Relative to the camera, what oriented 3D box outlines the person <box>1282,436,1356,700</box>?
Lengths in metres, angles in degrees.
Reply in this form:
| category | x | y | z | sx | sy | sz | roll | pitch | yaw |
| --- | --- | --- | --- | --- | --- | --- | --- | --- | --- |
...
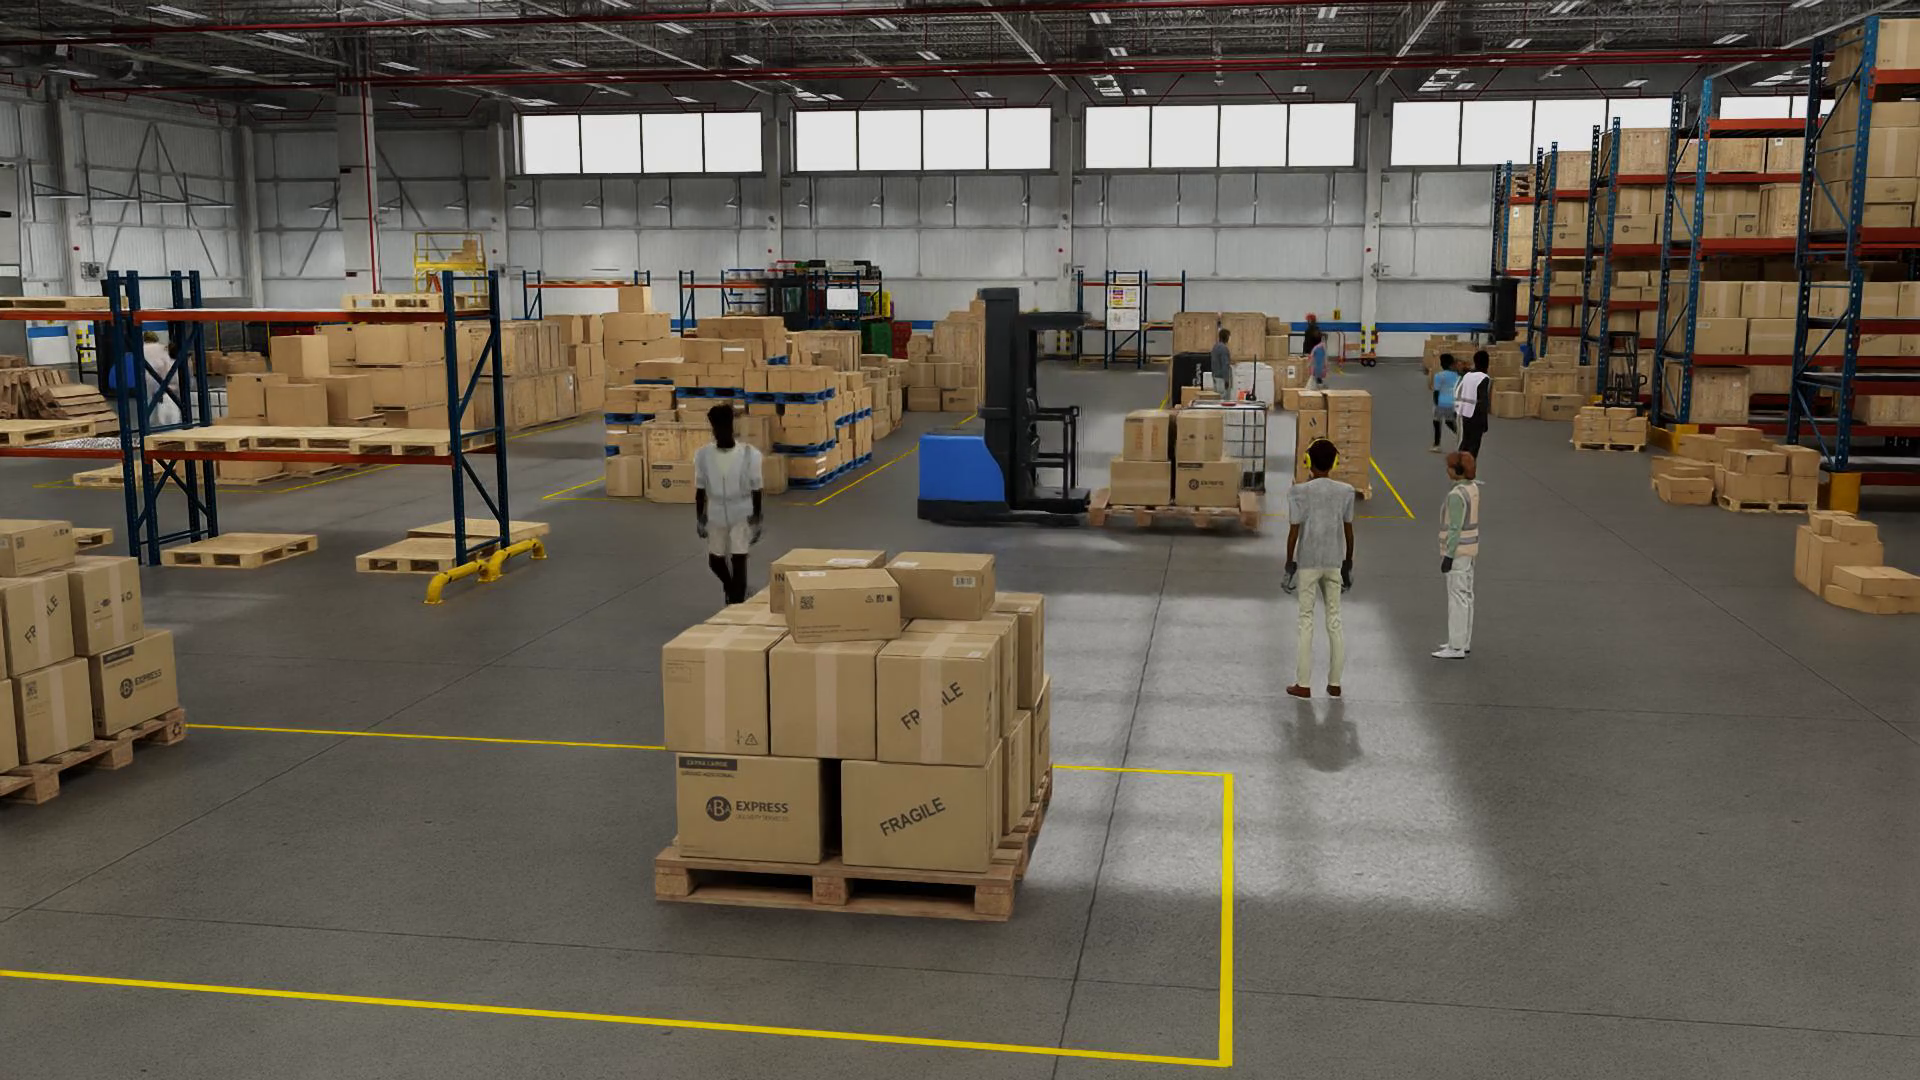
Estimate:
| category | x | y | z | sx | sy | sz | roll | pitch | yaw |
| --- | --- | --- | --- | --- | --- | --- | --- | --- | --- |
| person | 2.535 | 0.204 | 11.767 | 0.508 | 1.872 | 0.329 | -1 | 9 | -5 |

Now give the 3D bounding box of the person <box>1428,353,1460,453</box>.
| category | x | y | z | sx | sy | sz | roll | pitch | yaw |
| --- | --- | --- | --- | --- | --- | --- | --- | --- | --- |
| person | 8.080 | -2.260 | 27.538 | 0.542 | 1.681 | 0.611 | -5 | 10 | -26 |

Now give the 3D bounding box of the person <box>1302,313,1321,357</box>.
| category | x | y | z | sx | sy | sz | roll | pitch | yaw |
| --- | --- | --- | --- | --- | --- | --- | --- | --- | --- |
| person | 8.934 | -4.745 | 41.971 | 0.650 | 1.971 | 0.636 | 9 | 13 | 43 |

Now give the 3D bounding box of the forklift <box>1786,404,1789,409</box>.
| category | x | y | z | sx | sy | sz | roll | pitch | yaw |
| --- | --- | --- | --- | --- | --- | --- | --- | --- | --- |
| forklift | 18.620 | -4.318 | 36.546 | 1.129 | 2.768 | 1.873 | 1 | 9 | 9 |

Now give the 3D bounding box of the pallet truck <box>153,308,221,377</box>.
| category | x | y | z | sx | sy | sz | roll | pitch | yaw |
| --- | --- | --- | --- | --- | --- | --- | --- | --- | --- |
| pallet truck | -21.869 | -5.598 | 47.154 | 0.823 | 1.965 | 1.885 | 4 | 10 | 26 |

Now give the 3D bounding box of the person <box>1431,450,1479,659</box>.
| category | x | y | z | sx | sy | sz | roll | pitch | yaw |
| --- | --- | --- | --- | --- | --- | --- | --- | --- | --- |
| person | 3.907 | 0.114 | 13.035 | 0.309 | 1.639 | 0.522 | 5 | 11 | 29 |

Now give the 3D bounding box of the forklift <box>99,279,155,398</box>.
| category | x | y | z | sx | sy | sz | roll | pitch | yaw |
| --- | --- | --- | --- | --- | --- | --- | --- | --- | --- |
| forklift | -19.606 | -4.720 | 39.027 | 1.873 | 2.768 | 1.129 | 1 | 9 | 9 |

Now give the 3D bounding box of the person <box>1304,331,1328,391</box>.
| category | x | y | z | sx | sy | sz | roll | pitch | yaw |
| --- | --- | --- | --- | --- | --- | --- | --- | --- | --- |
| person | 7.123 | -3.326 | 33.695 | 0.727 | 1.816 | 0.654 | 2 | 9 | 10 |

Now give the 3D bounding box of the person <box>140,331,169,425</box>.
| category | x | y | z | sx | sy | sz | roll | pitch | yaw |
| --- | --- | --- | --- | --- | --- | --- | --- | --- | --- |
| person | -15.321 | -3.016 | 31.546 | 0.644 | 1.897 | 0.884 | -6 | 11 | -34 |

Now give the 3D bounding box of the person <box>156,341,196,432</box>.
| category | x | y | z | sx | sy | sz | roll | pitch | yaw |
| --- | --- | --- | --- | --- | --- | --- | --- | --- | --- |
| person | -13.767 | -2.592 | 29.190 | 0.612 | 1.823 | 0.636 | 9 | 13 | 43 |

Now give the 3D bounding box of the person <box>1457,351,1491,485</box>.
| category | x | y | z | sx | sy | sz | roll | pitch | yaw |
| --- | --- | --- | --- | --- | --- | --- | --- | --- | --- |
| person | 7.301 | -1.735 | 23.642 | 0.406 | 1.906 | 0.604 | -1 | 9 | -8 |

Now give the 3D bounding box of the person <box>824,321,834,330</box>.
| category | x | y | z | sx | sy | sz | roll | pitch | yaw |
| --- | --- | --- | --- | --- | --- | --- | --- | --- | --- |
| person | -2.994 | -4.057 | 38.086 | 0.670 | 1.880 | 0.932 | 2 | 9 | 13 |

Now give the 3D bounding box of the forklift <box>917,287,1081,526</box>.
| category | x | y | z | sx | sy | sz | roll | pitch | yaw |
| --- | --- | --- | --- | --- | --- | --- | --- | --- | --- |
| forklift | 0.483 | -1.630 | 19.965 | 1.873 | 2.768 | 1.129 | 1 | 9 | 9 |

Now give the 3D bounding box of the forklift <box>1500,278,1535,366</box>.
| category | x | y | z | sx | sy | sz | roll | pitch | yaw |
| --- | --- | --- | --- | --- | --- | --- | --- | --- | --- |
| forklift | 14.619 | -5.585 | 44.361 | 1.873 | 2.768 | 1.129 | 1 | 9 | 9 |

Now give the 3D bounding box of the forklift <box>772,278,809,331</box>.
| category | x | y | z | sx | sy | sz | roll | pitch | yaw |
| --- | --- | --- | --- | --- | --- | --- | --- | --- | --- |
| forklift | -4.444 | -5.516 | 43.932 | 1.129 | 2.768 | 1.873 | -6 | 11 | -32 |

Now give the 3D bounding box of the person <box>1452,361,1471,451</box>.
| category | x | y | z | sx | sy | sz | roll | pitch | yaw |
| --- | --- | --- | --- | --- | --- | --- | --- | --- | --- |
| person | 7.869 | -1.984 | 26.001 | 0.317 | 1.632 | 0.522 | 0 | 9 | 0 |

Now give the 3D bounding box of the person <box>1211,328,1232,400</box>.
| category | x | y | z | sx | sy | sz | roll | pitch | yaw |
| --- | --- | --- | --- | --- | --- | --- | --- | --- | --- |
| person | 4.988 | -3.070 | 31.749 | 0.351 | 1.936 | 0.635 | -2 | 9 | -12 |

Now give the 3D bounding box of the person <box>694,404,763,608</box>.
| category | x | y | z | sx | sy | sz | roll | pitch | yaw |
| --- | --- | --- | --- | --- | --- | --- | --- | --- | --- |
| person | -1.947 | -0.204 | 14.108 | 0.613 | 1.934 | 0.592 | 2 | 9 | 9 |

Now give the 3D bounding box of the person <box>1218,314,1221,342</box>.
| category | x | y | z | sx | sy | sz | roll | pitch | yaw |
| --- | --- | --- | --- | --- | --- | --- | --- | --- | --- |
| person | 6.694 | -4.959 | 43.526 | 0.553 | 1.901 | 0.949 | 5 | 11 | 30 |

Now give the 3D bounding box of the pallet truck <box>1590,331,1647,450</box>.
| category | x | y | z | sx | sy | sz | roll | pitch | yaw |
| --- | --- | --- | --- | --- | --- | --- | --- | --- | --- |
| pallet truck | 11.253 | -2.573 | 28.499 | 0.823 | 1.965 | 1.885 | 5 | 10 | 27 |
